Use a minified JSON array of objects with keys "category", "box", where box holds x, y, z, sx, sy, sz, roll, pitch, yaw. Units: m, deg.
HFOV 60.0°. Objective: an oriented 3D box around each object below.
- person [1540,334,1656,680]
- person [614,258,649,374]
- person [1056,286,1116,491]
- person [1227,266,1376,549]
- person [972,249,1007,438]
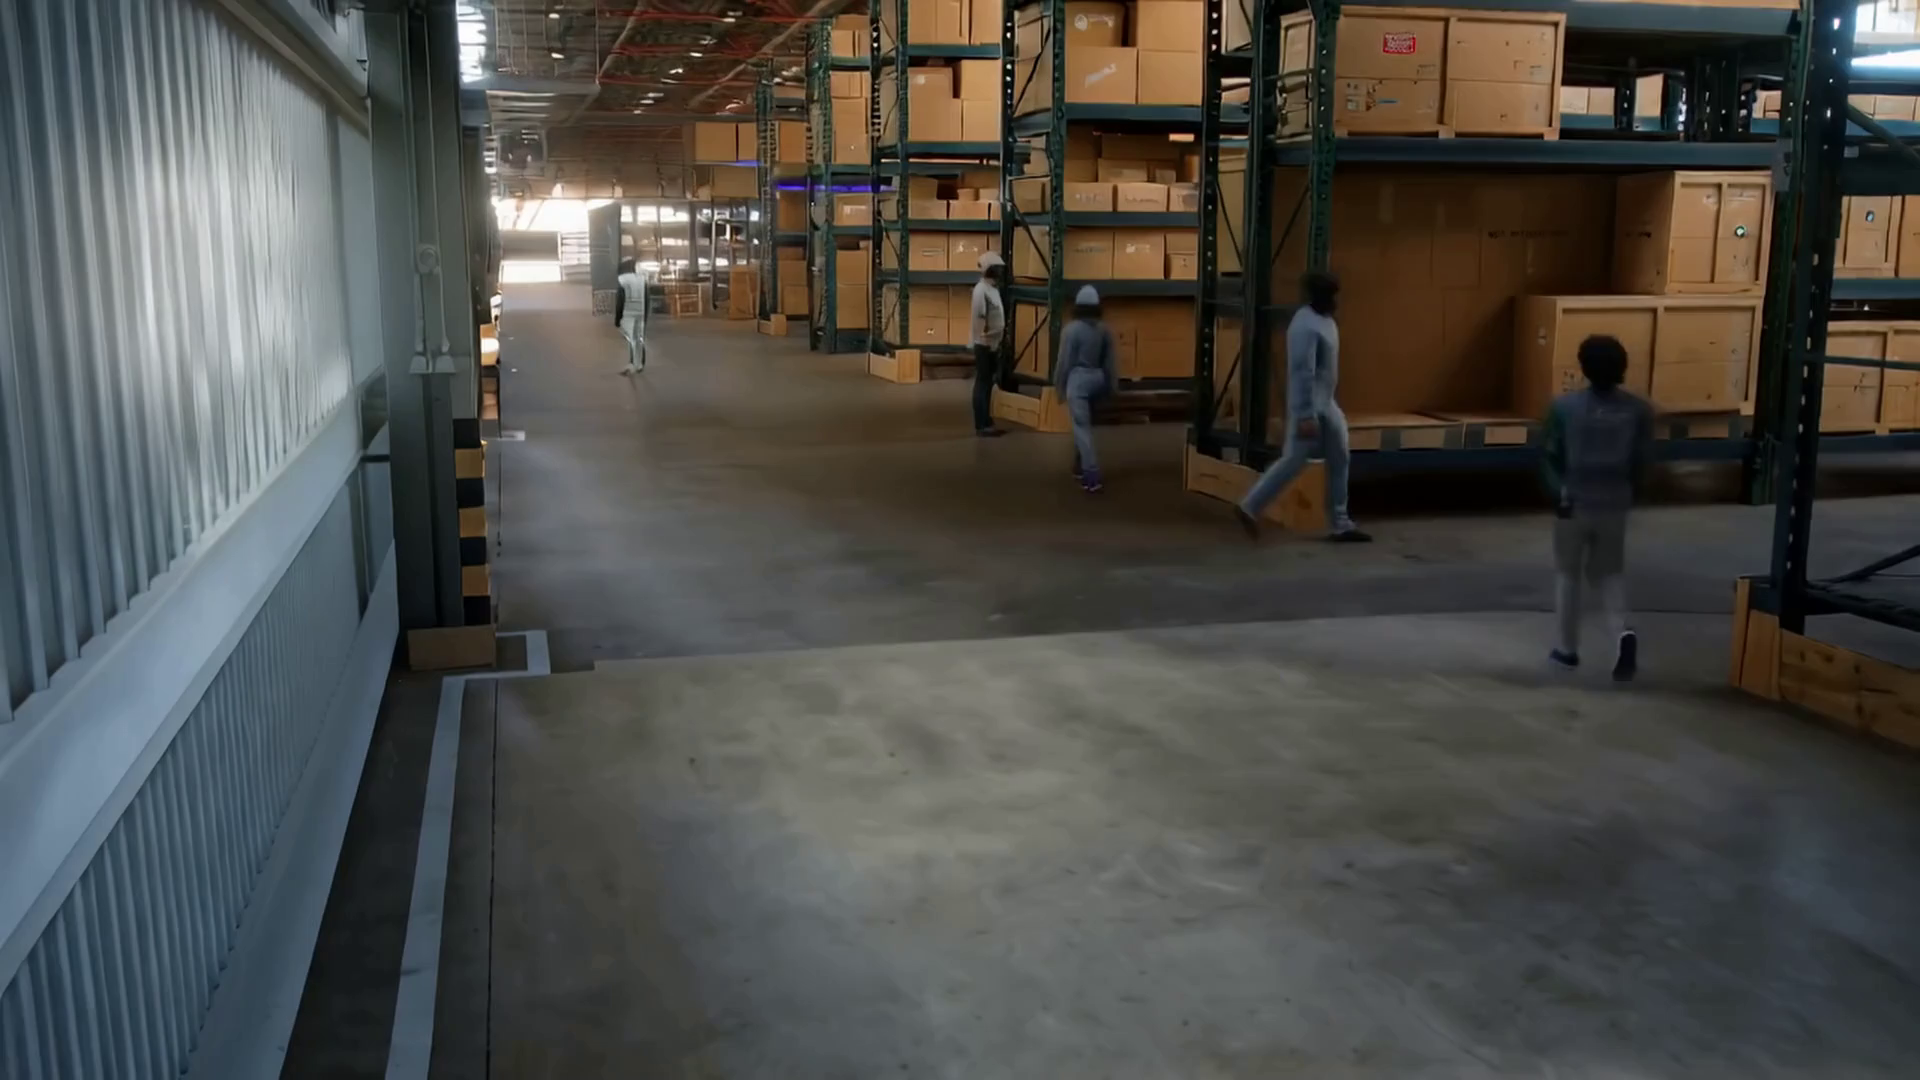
[{"category":"person","box":[2.983,-0.145,7.769,0.521,1.619,0.643,1,10,3]},{"category":"person","box":[-5.228,-3.546,26.392,0.429,1.846,0.621,8,13,40]},{"category":"person","box":[1.063,-1.277,13.940,0.497,1.701,0.878,-3,10,-17]},{"category":"person","box":[2.316,-0.893,11.219,0.955,1.904,0.631,7,12,33]},{"category":"person","box":[0.308,-2.093,17.732,0.377,1.995,0.608,2,10,12]}]
